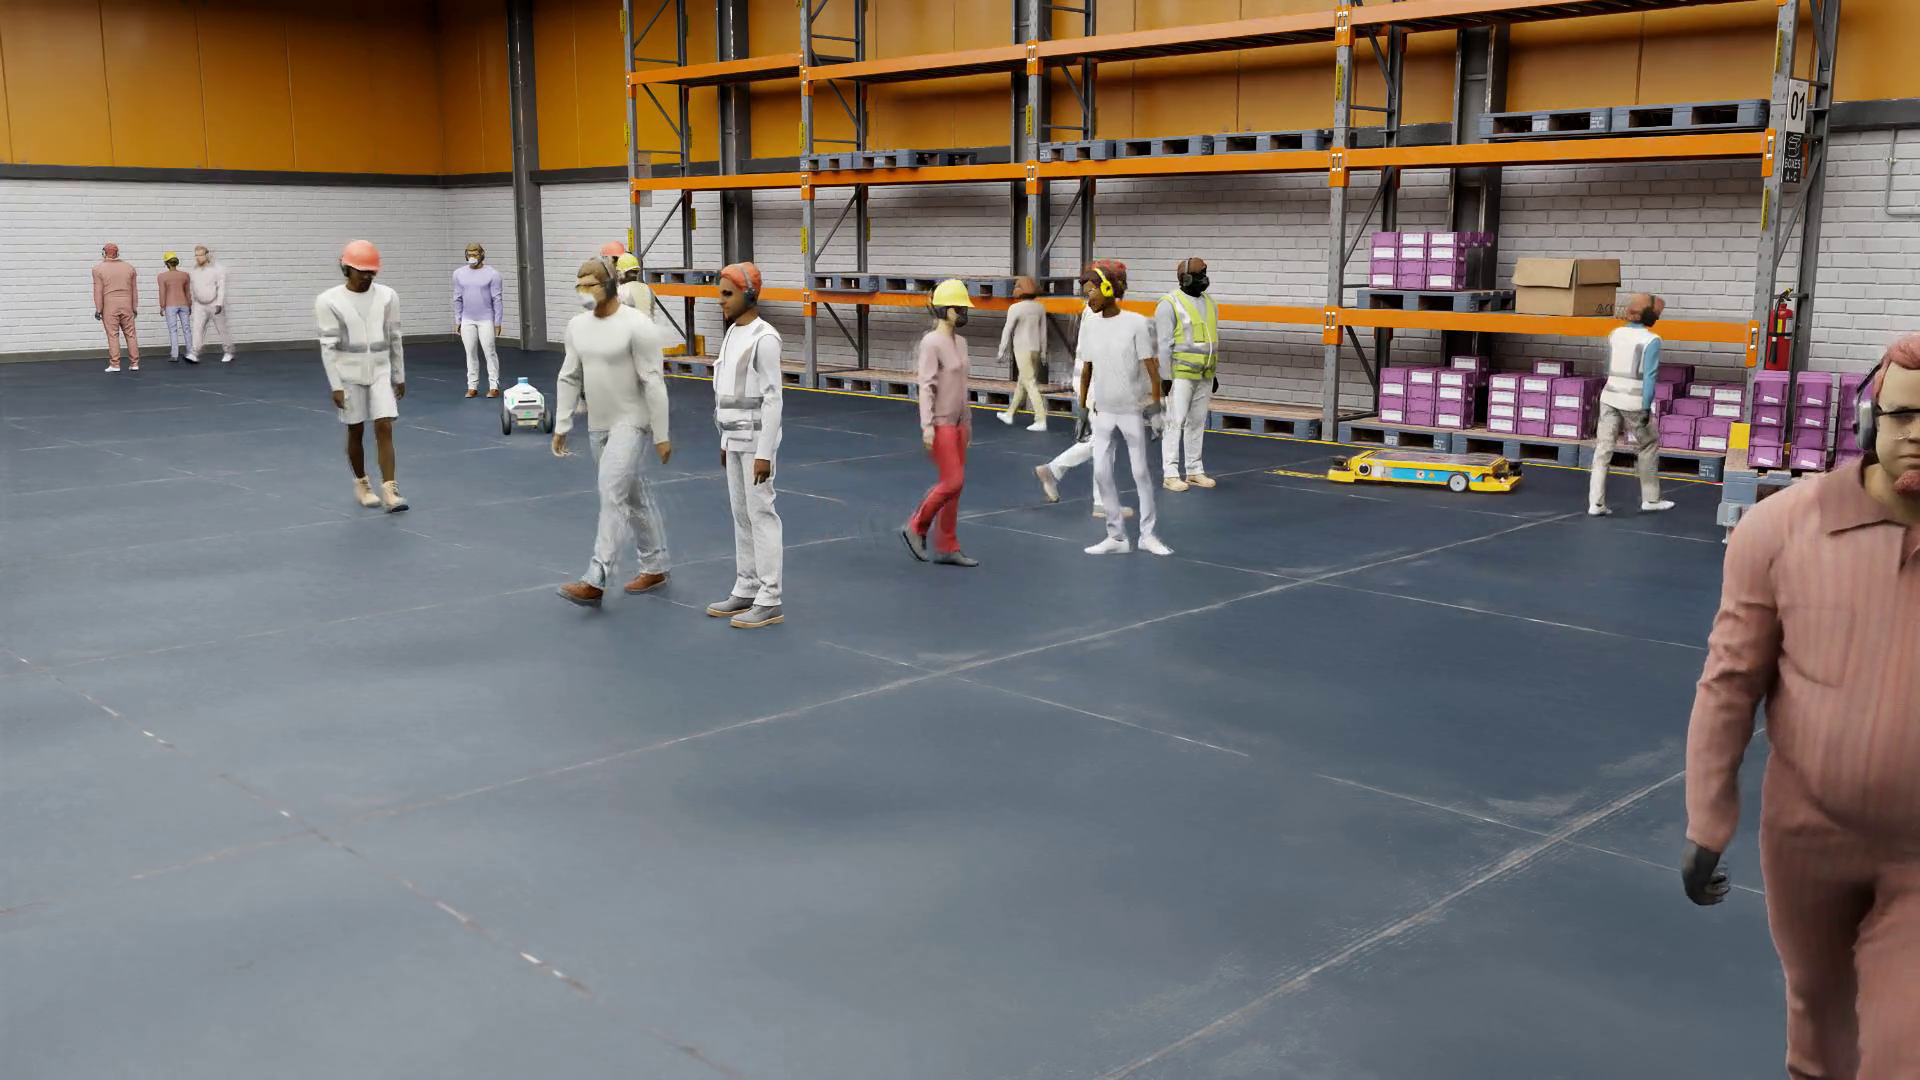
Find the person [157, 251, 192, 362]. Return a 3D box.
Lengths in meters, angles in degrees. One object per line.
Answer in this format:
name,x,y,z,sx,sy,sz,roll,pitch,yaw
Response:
person,-12.559,-3.731,26.638,0.309,1.769,0.524,9,14,40

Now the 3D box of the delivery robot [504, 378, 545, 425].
delivery robot,-4.493,-1.428,17.131,0.477,0.478,0.707,-4,11,-20

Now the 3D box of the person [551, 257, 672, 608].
person,-1.970,-0.582,9.116,0.633,1.891,0.992,8,13,37

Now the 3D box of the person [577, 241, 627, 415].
person,-3.884,-2.311,18.376,0.853,1.966,0.619,6,12,32

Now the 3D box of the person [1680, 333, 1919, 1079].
person,1.752,0.531,3.173,0.665,1.862,1.003,7,13,34

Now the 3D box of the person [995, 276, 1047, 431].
person,0.641,-1.953,17.411,0.518,1.586,0.847,-10,14,-43

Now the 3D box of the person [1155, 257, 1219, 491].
person,1.839,-1.320,13.277,0.633,1.846,0.429,-8,13,-39

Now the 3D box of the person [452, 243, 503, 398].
person,-5.993,-2.724,20.721,0.622,1.932,0.368,1,10,7

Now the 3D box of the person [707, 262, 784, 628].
person,-1.107,-0.490,8.645,0.356,1.885,0.572,-6,12,-29

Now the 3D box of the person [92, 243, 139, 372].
person,-12.548,-3.448,24.713,0.400,1.910,0.643,8,13,39

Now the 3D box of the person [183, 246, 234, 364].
person,-11.902,-3.707,26.301,0.662,1.844,1.048,1,10,4

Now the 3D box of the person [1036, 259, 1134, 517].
person,0.914,-1.092,11.990,0.649,1.862,0.614,2,11,10

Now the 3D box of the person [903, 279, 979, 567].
person,-0.071,-0.697,10.099,0.382,1.755,0.543,5,12,25

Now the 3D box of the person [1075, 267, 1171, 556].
person,1.044,-0.799,10.506,0.607,1.833,0.488,7,12,33

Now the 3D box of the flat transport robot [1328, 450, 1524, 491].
flat transport robot,3.786,-0.576,13.509,1.431,0.197,0.652,5,12,27

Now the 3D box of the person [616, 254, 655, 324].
person,-3.396,-2.034,17.201,0.403,1.831,0.597,6,12,29

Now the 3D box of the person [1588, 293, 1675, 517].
person,4.874,-0.964,11.964,0.777,1.602,0.532,-5,12,-26

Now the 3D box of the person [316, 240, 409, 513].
person,-4.303,-1.172,12.097,0.628,1.973,0.979,-7,13,-34
